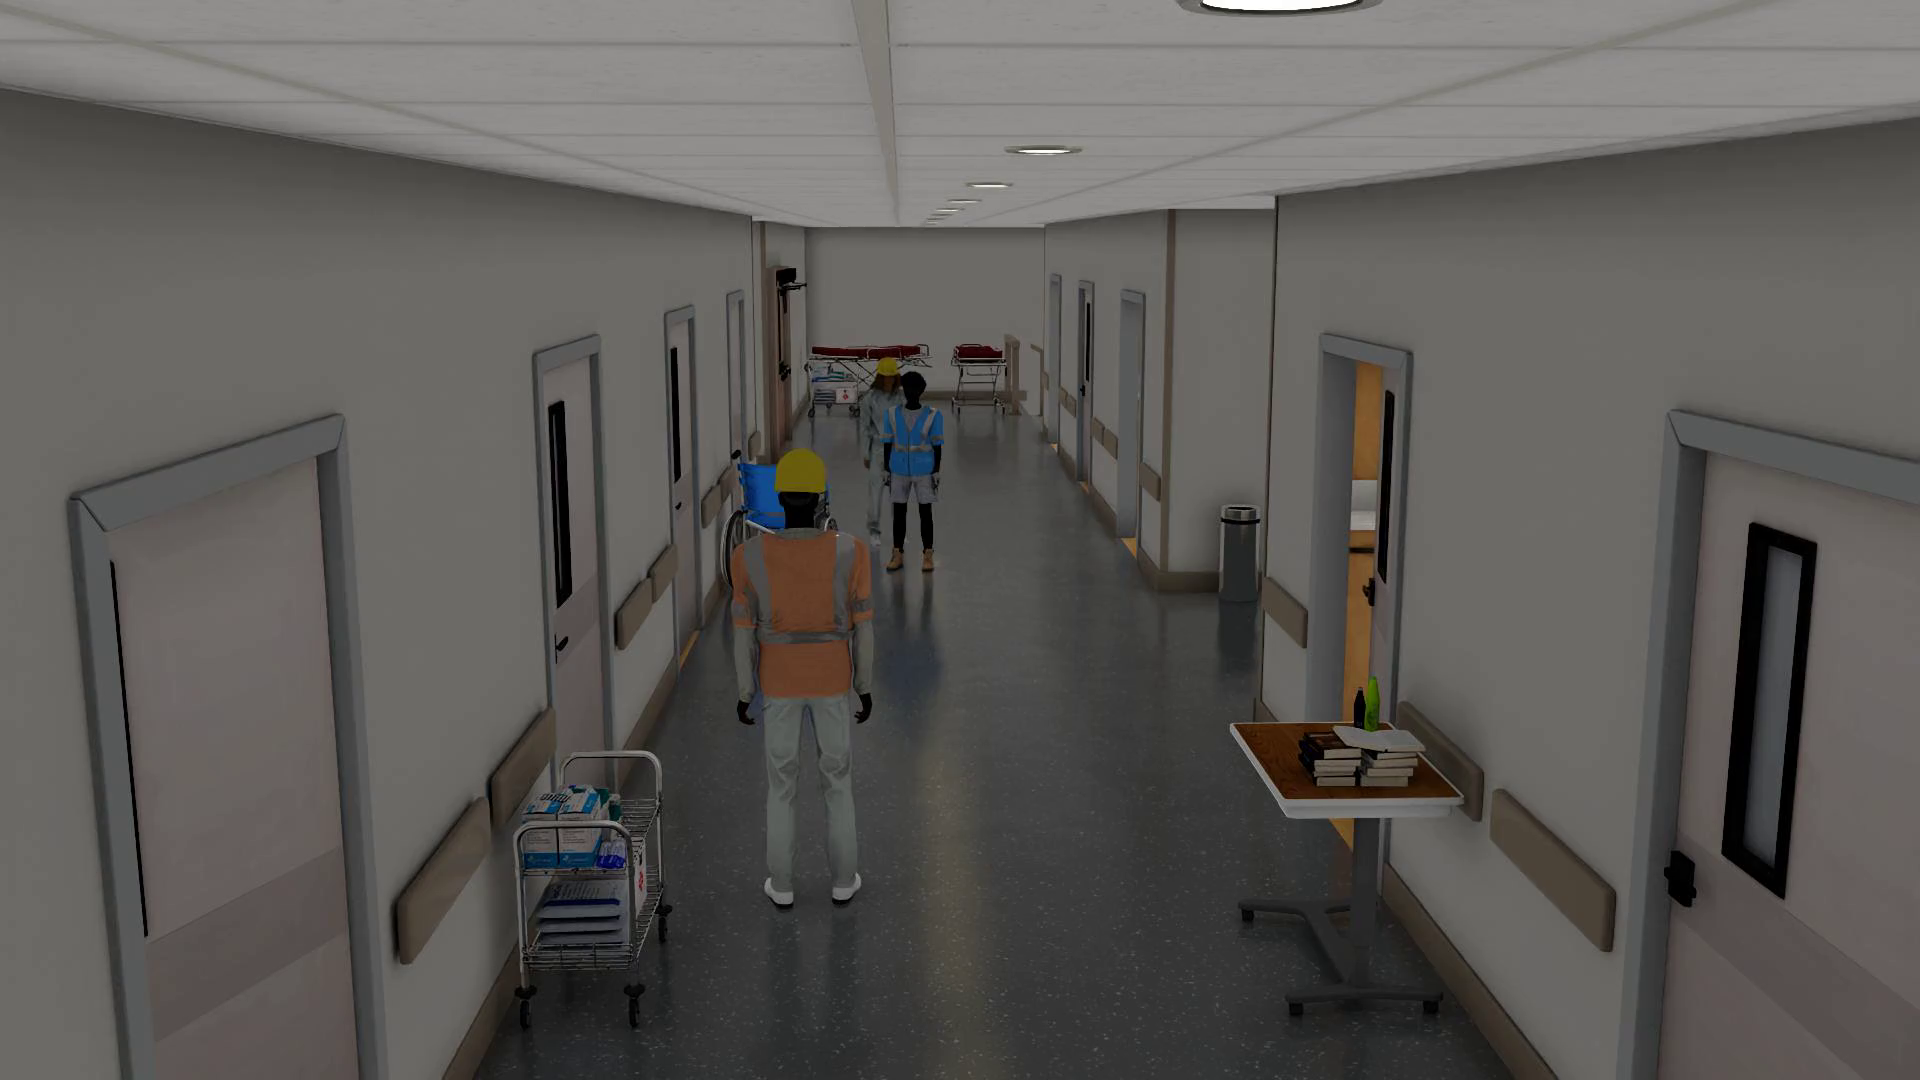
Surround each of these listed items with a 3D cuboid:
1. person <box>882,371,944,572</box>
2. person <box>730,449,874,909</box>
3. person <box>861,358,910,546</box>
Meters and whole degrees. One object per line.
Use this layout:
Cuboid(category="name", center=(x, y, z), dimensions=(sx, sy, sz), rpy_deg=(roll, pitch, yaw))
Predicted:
Cuboid(category="person", center=(-0.401, -0.575, 14.013), dimensions=(0.535, 1.699, 0.318), rpy_deg=(2, 10, 9))
Cuboid(category="person", center=(-0.651, 0.582, 6.932), dimensions=(0.585, 1.929, 0.371), rpy_deg=(-1, 10, -7))
Cuboid(category="person", center=(-0.655, -0.798, 15.183), dimensions=(0.485, 1.731, 0.367), rpy_deg=(-4, 11, -20))
